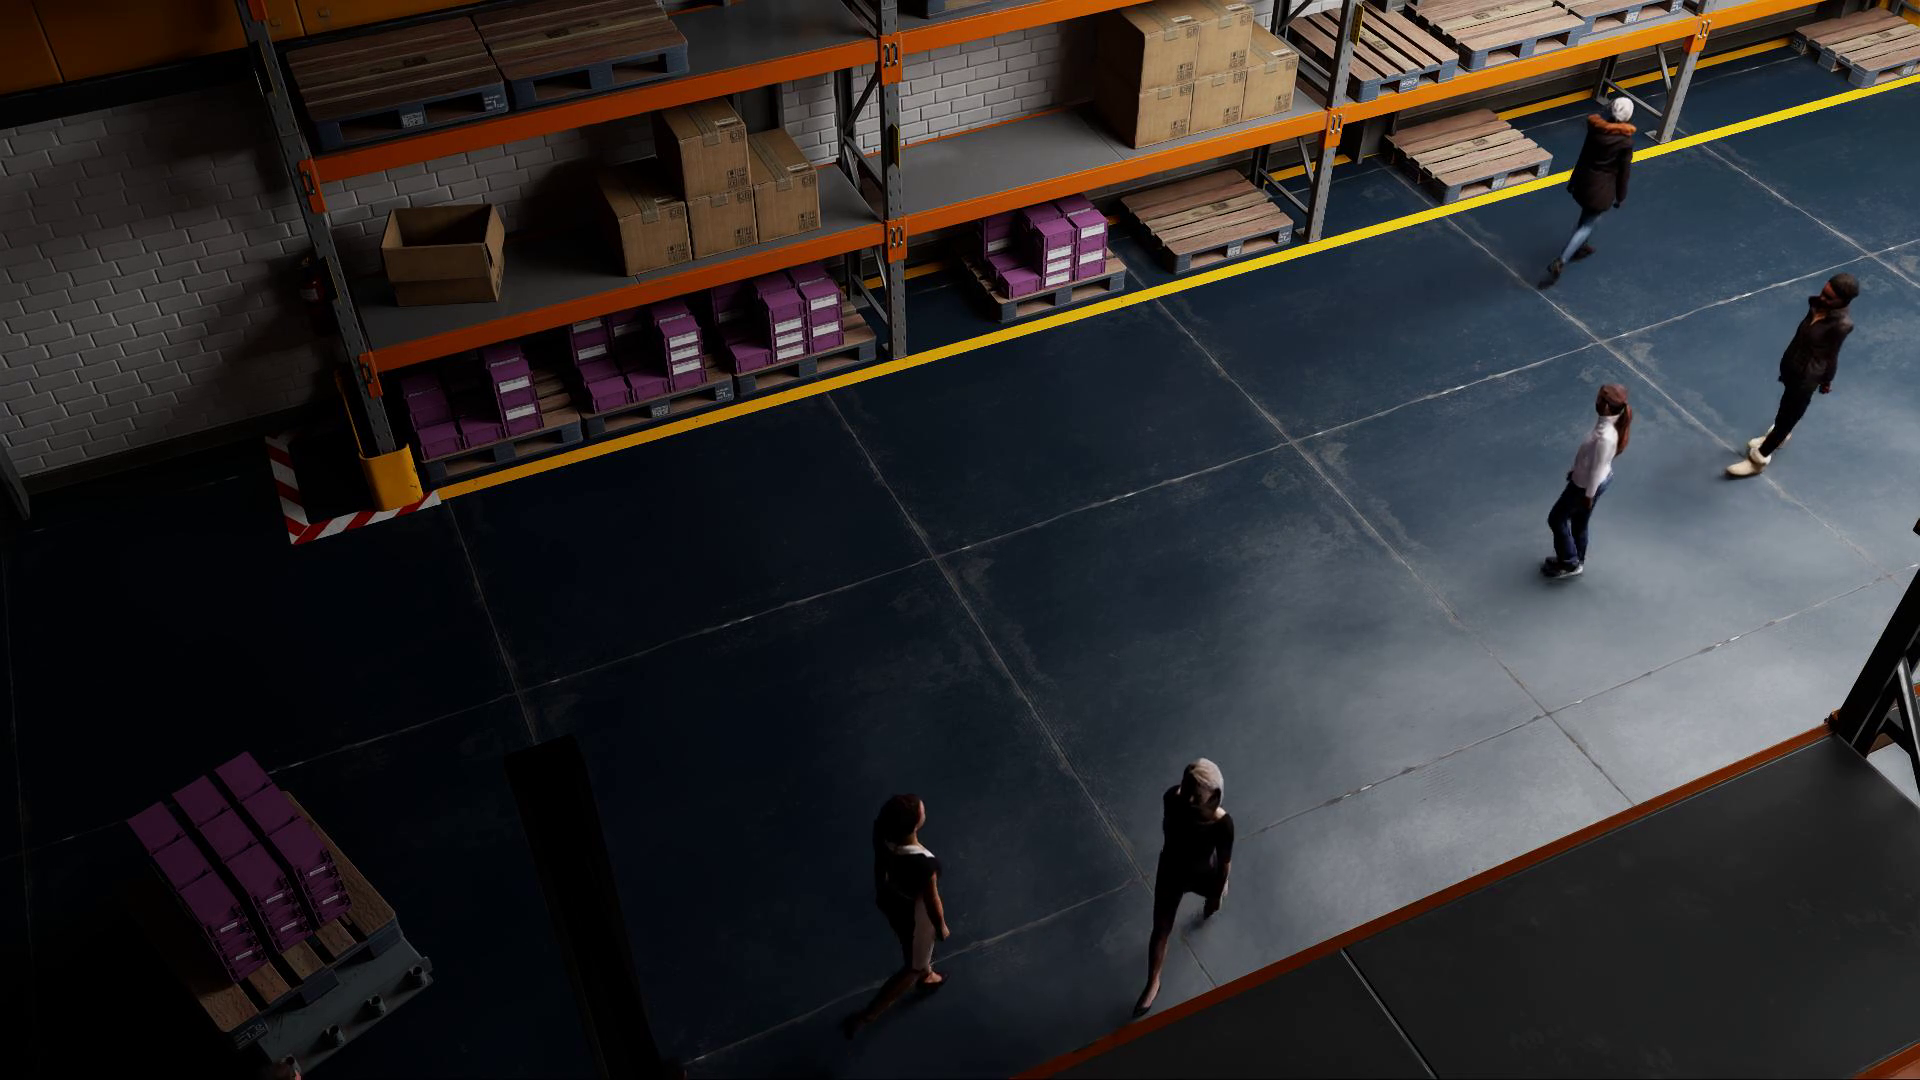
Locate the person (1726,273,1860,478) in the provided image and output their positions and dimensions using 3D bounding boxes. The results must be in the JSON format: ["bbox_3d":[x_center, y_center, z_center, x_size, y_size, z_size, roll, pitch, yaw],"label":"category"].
[{"bbox_3d":[5.953,-1.189,11.998,0.890,1.647,0.723,-9,44,-9],"label":"person"}]

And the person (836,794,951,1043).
[{"bbox_3d":[-0.314,1.990,8.568,1.070,1.774,0.750,-29,51,-27],"label":"person"}]

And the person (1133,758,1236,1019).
[{"bbox_3d":[1.281,1.709,8.859,1.030,1.779,1.271,24,49,23],"label":"person"}]

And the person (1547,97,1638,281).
[{"bbox_3d":[5.245,-2.896,13.817,1.082,1.608,0.783,-28,50,-26],"label":"person"}]

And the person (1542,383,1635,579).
[{"bbox_3d":[4.329,-0.372,11.219,0.743,1.538,0.664,16,46,16],"label":"person"}]
